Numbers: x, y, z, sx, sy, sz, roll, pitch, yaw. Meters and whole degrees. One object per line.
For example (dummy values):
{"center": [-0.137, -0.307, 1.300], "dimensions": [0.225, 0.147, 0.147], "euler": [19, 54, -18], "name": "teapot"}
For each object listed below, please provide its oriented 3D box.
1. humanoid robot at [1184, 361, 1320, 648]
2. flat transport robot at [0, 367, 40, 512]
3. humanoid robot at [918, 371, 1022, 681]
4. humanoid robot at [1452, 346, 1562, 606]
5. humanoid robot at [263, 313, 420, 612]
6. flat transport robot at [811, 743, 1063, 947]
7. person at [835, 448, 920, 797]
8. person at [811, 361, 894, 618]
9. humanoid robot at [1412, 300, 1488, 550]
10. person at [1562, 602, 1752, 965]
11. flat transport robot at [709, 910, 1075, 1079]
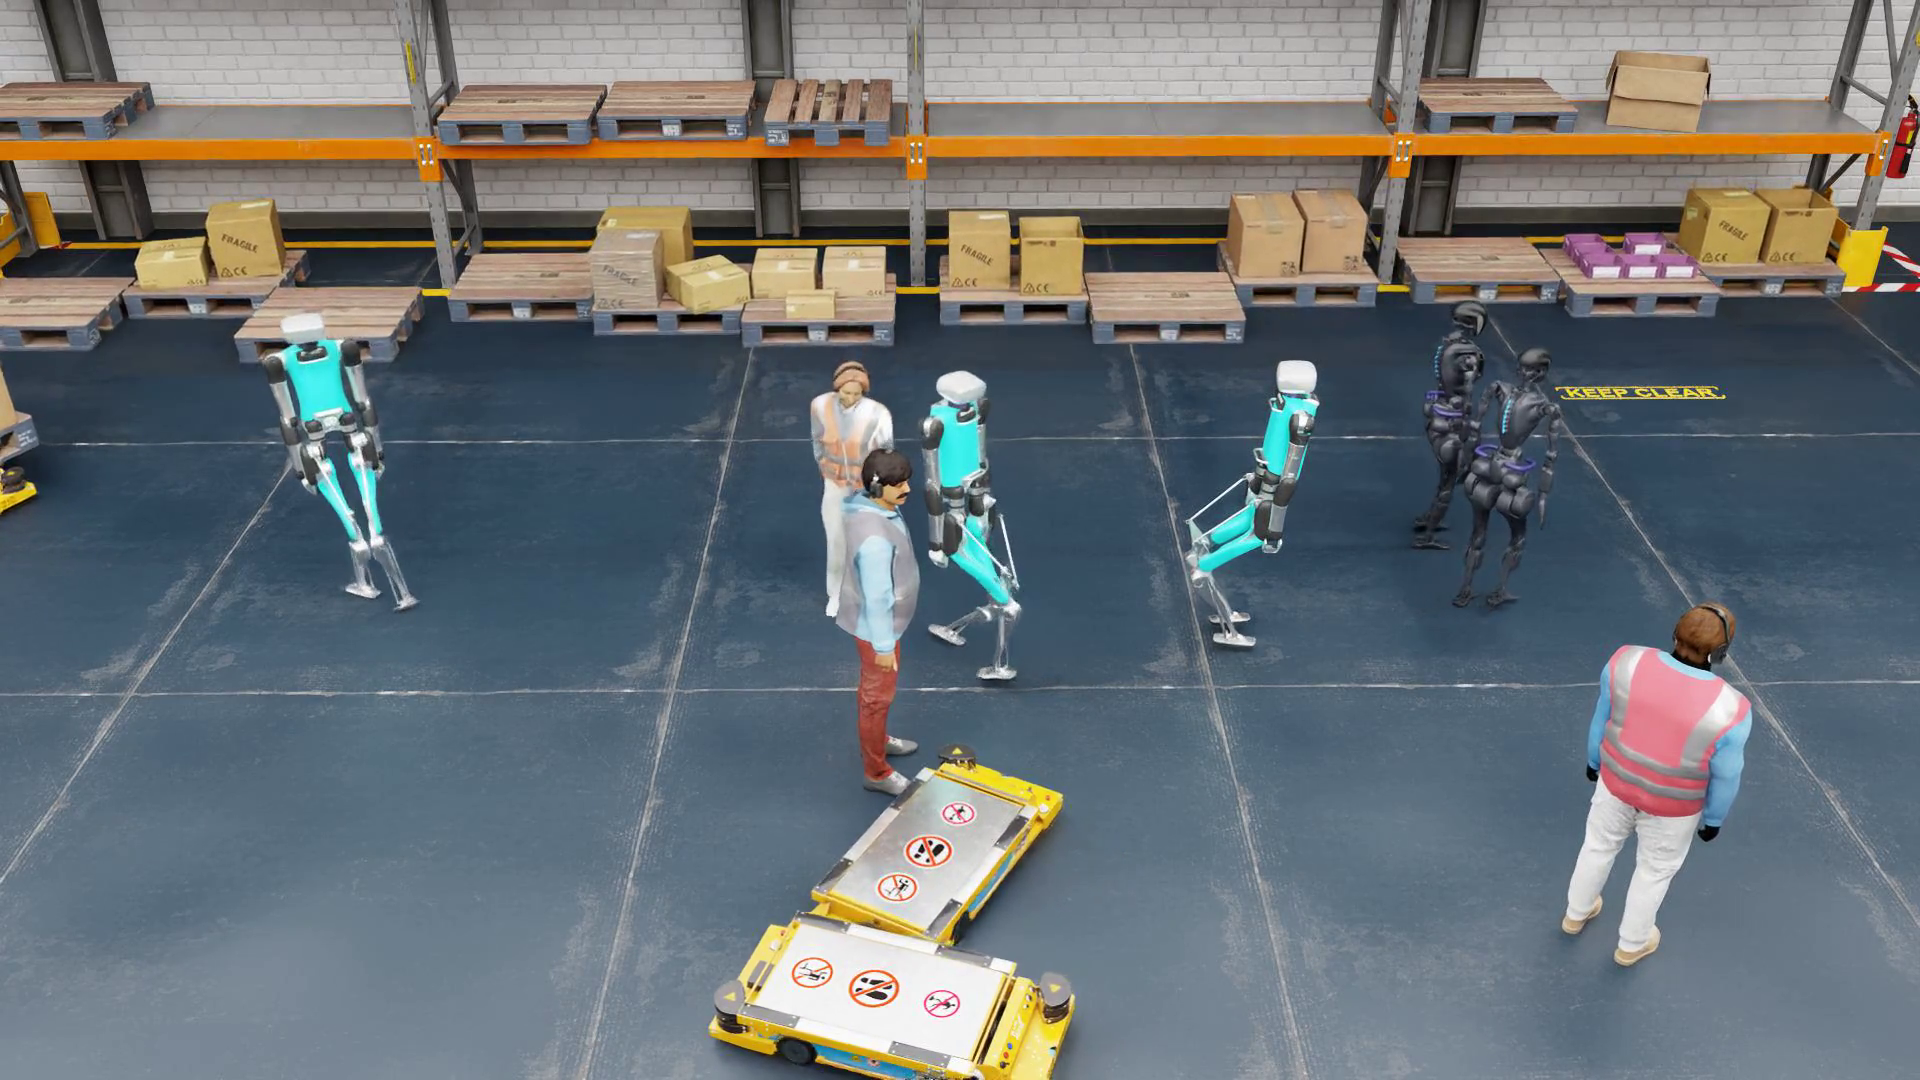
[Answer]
{"center": [1.537, -0.190, 9.218], "dimensions": [0.753, 1.697, 0.530], "euler": [0, 31, -1], "name": "humanoid robot"}
{"center": [-6.924, -0.391, 11.063], "dimensions": [1.431, 0.231, 0.659], "euler": [15, 34, 23], "name": "flat transport robot"}
{"center": [0.173, -0.014, 9.033], "dimensions": [0.923, 1.780, 0.575], "euler": [22, 37, 32], "name": "humanoid robot"}
{"center": [3.142, -0.346, 9.631], "dimensions": [0.343, 1.651, 0.611], "euler": [-24, 39, -34], "name": "humanoid robot"}
{"center": [-3.529, -0.359, 9.595], "dimensions": [0.581, 1.787, 0.864], "euler": [-15, 34, -24], "name": "humanoid robot"}
{"center": [-0.114, 1.509, 7.899], "dimensions": [0.659, 0.231, 1.431], "euler": [16, 34, 24], "name": "flat transport robot"}
{"center": [-0.402, 0.395, 8.191], "dimensions": [0.416, 1.878, 0.532], "euler": [-1, 31, -2], "name": "person"}
{"center": [-0.620, -0.319, 9.640], "dimensions": [0.528, 1.599, 0.766], "euler": [7, 32, 11], "name": "person"}
{"center": [3.029, -0.696, 10.193], "dimensions": [0.358, 1.649, 0.616], "euler": [0, 31, -1], "name": "humanoid robot"}
{"center": [2.985, 1.057, 7.140], "dimensions": [0.635, 1.830, 0.429], "euler": [26, 39, 36], "name": "person"}
{"center": [-0.283, 2.001, 7.080], "dimensions": [1.431, 0.231, 0.659], "euler": [10, 32, 16], "name": "flat transport robot"}
